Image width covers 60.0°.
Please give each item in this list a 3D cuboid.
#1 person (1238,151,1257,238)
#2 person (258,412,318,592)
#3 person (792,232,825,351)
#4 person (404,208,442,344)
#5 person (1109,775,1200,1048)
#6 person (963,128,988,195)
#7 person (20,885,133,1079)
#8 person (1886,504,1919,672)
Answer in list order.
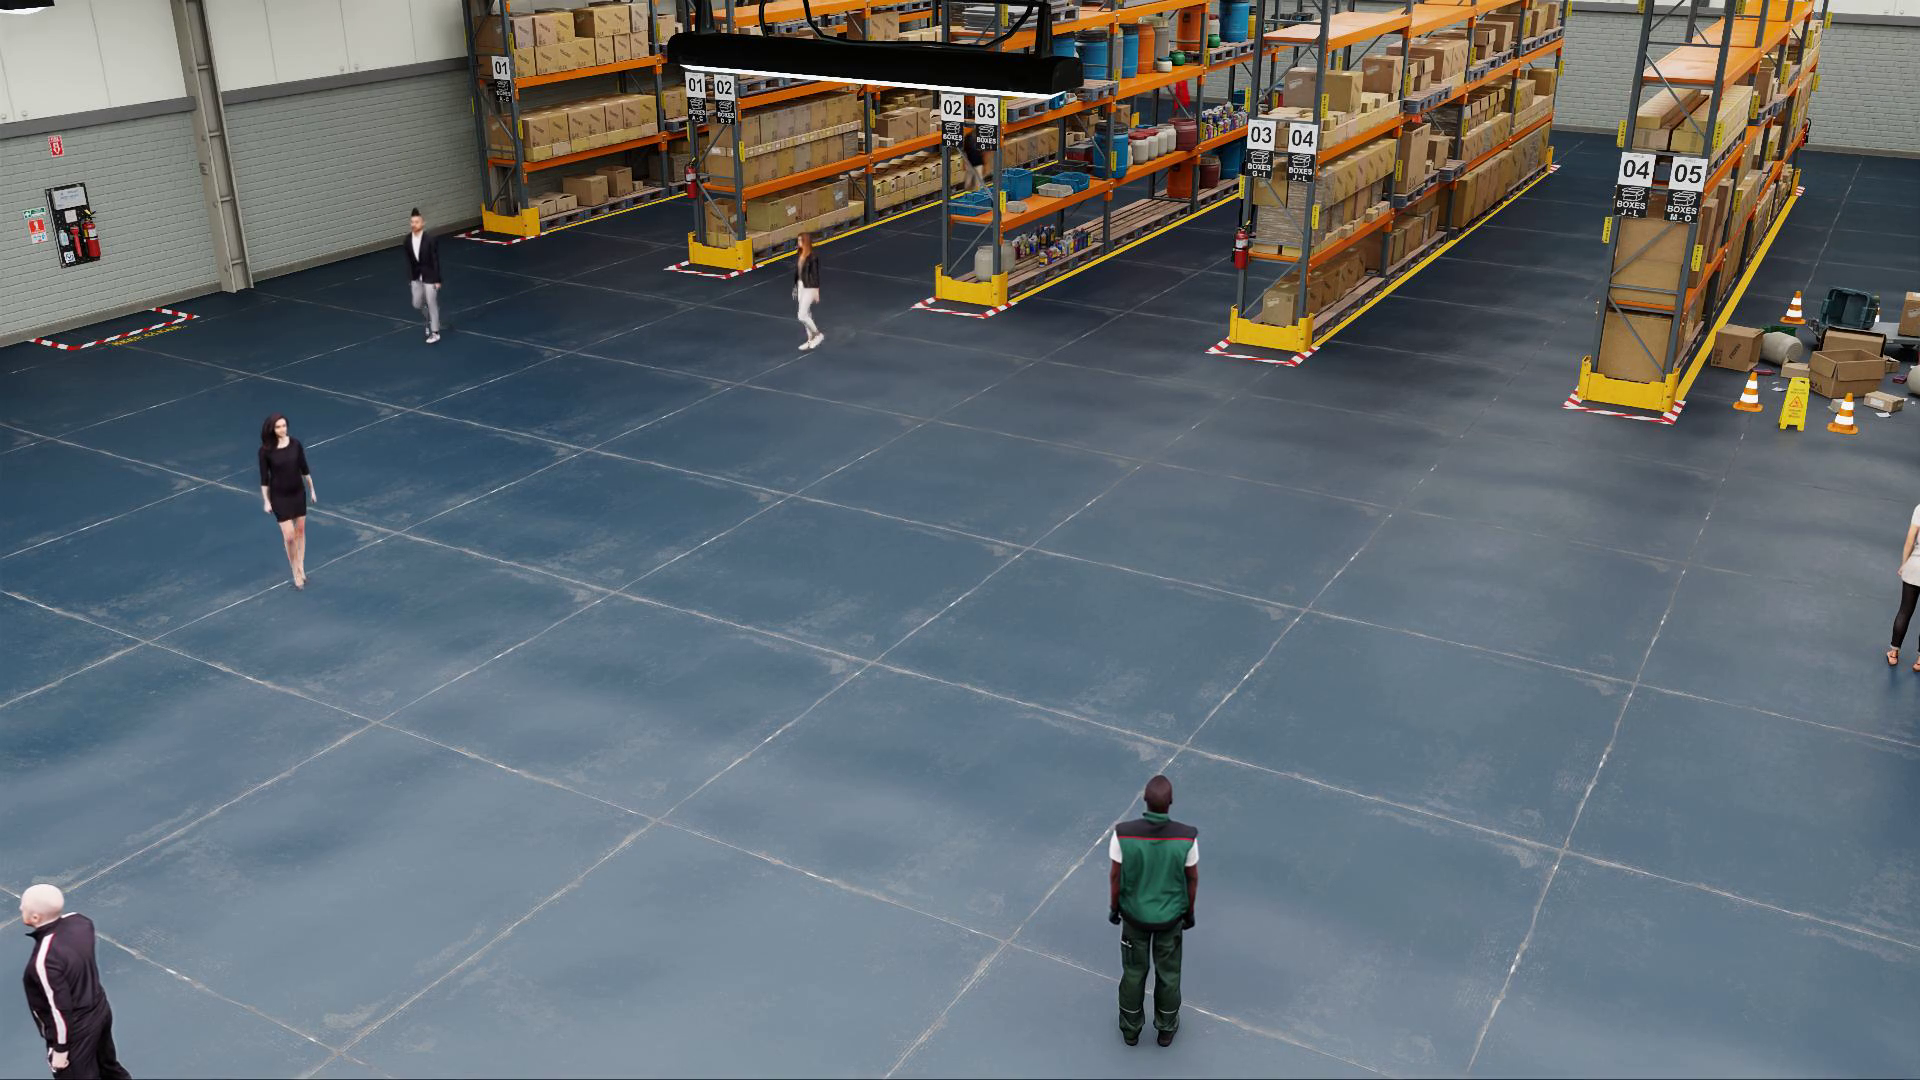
[{"bbox_3d":[5.286,-6.373,30.414,0.809,1.617,0.770,-10,25,-22],"label":"person"},{"bbox_3d":[-6.554,-0.403,16.150,0.750,1.793,0.638,21,31,40],"label":"person"},{"bbox_3d":[-2.114,-3.540,23.657,0.766,1.691,0.722,-13,26,-28],"label":"person"},{"bbox_3d":[-7.689,-3.845,24.051,0.829,1.943,0.865,4,23,10],"label":"person"},{"bbox_3d":[1.153,2.218,9.928,0.774,1.840,0.761,2,23,5],"label":"person"},{"bbox_3d":[0.307,-7.232,32.138,0.770,1.848,0.912,6,24,13],"label":"person"},{"bbox_3d":[-4.733,2.636,8.949,0.835,1.836,0.733,-2,23,-6],"label":"person"},{"bbox_3d":[8.456,0.272,14.520,0.650,1.826,0.598,20,30,38],"label":"person"}]
